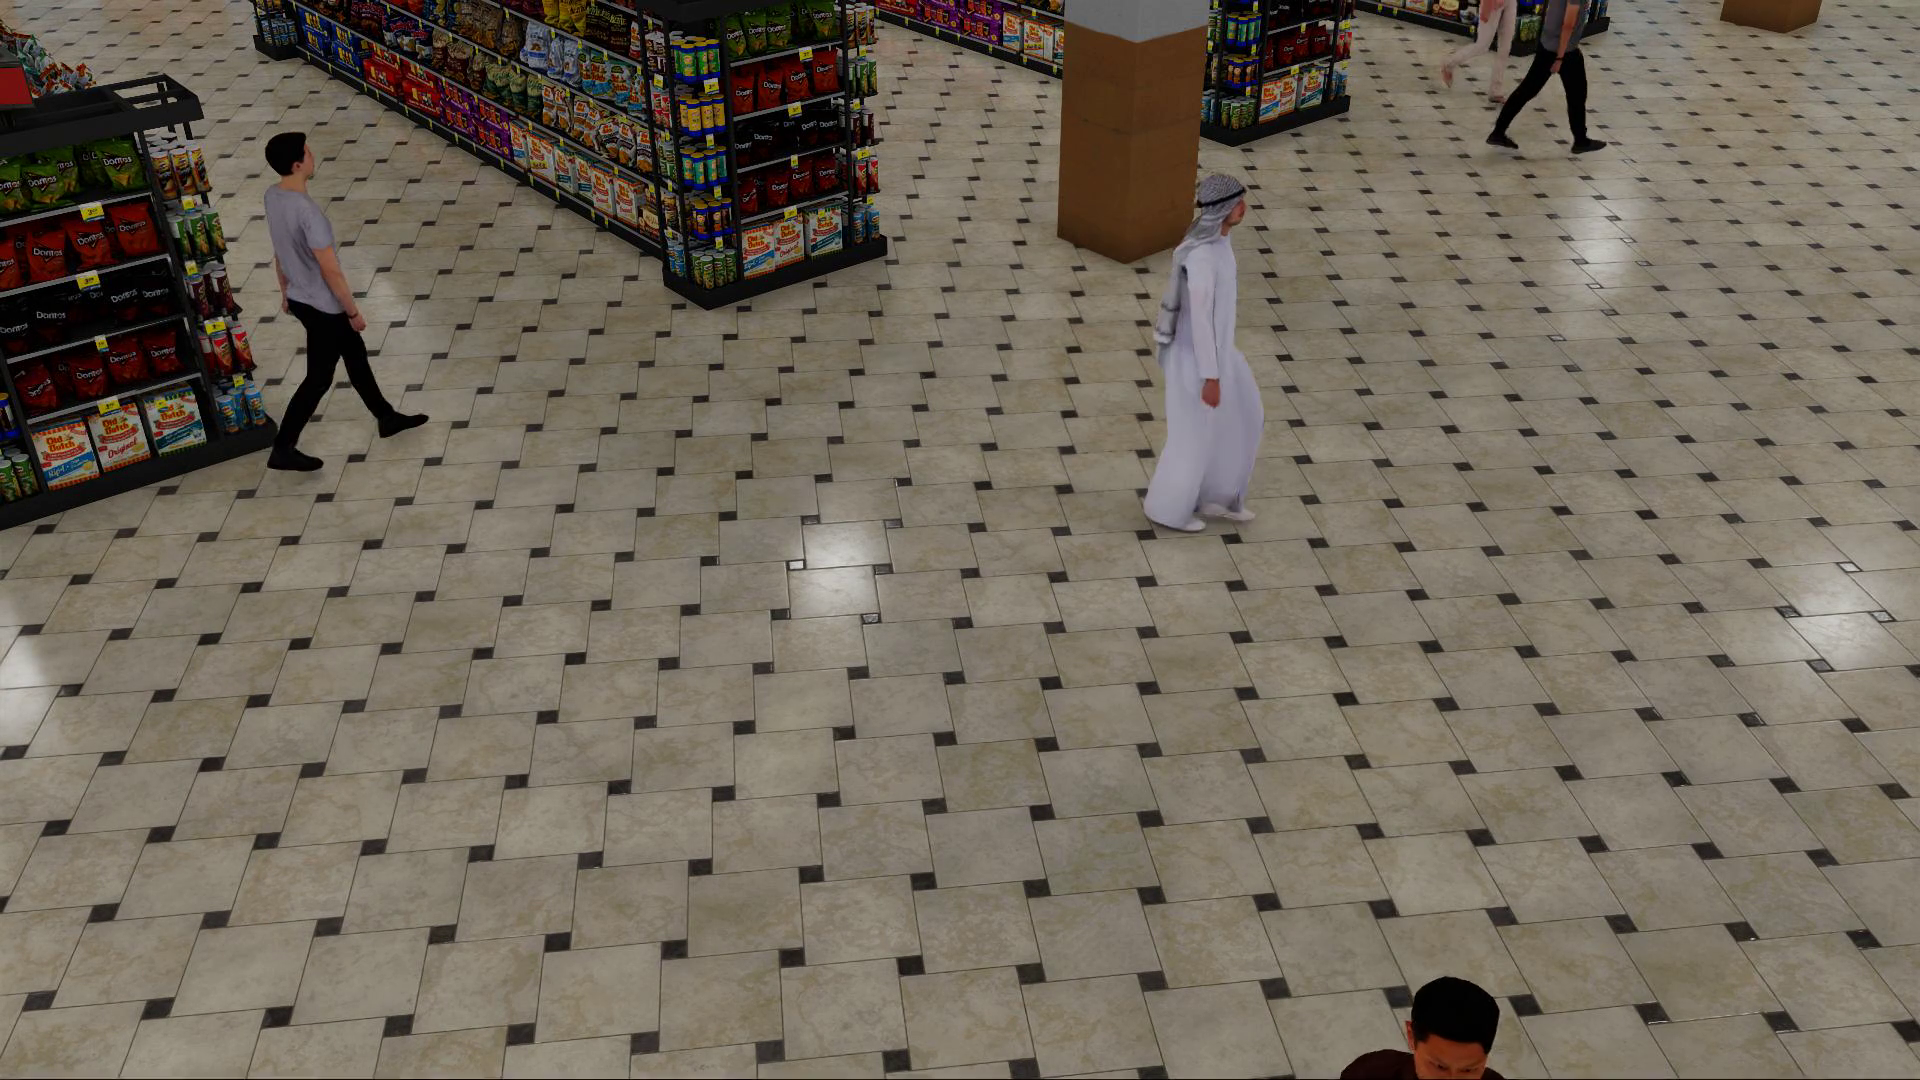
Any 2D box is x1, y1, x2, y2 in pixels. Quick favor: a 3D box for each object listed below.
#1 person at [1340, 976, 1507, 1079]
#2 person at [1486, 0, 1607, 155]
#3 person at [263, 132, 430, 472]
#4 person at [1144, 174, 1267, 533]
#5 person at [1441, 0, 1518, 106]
[{"bbox_3d":[1.127,1.694,4.224,0.753,1.767,0.822,4,32,7],"label":"person"},{"bbox_3d":[4.686,-3.898,13.269,1.092,1.705,1.187,-3,32,-5],"label":"person"},{"bbox_3d":[-3.488,-1.203,8.829,0.745,1.821,1.107,-24,39,-33],"label":"person"},{"bbox_3d":[1.111,-0.904,8.265,0.968,1.908,0.903,10,33,16],"label":"person"},{"bbox_3d":[4.654,-4.716,14.584,0.638,1.705,1.001,-21,37,-30],"label":"person"}]
